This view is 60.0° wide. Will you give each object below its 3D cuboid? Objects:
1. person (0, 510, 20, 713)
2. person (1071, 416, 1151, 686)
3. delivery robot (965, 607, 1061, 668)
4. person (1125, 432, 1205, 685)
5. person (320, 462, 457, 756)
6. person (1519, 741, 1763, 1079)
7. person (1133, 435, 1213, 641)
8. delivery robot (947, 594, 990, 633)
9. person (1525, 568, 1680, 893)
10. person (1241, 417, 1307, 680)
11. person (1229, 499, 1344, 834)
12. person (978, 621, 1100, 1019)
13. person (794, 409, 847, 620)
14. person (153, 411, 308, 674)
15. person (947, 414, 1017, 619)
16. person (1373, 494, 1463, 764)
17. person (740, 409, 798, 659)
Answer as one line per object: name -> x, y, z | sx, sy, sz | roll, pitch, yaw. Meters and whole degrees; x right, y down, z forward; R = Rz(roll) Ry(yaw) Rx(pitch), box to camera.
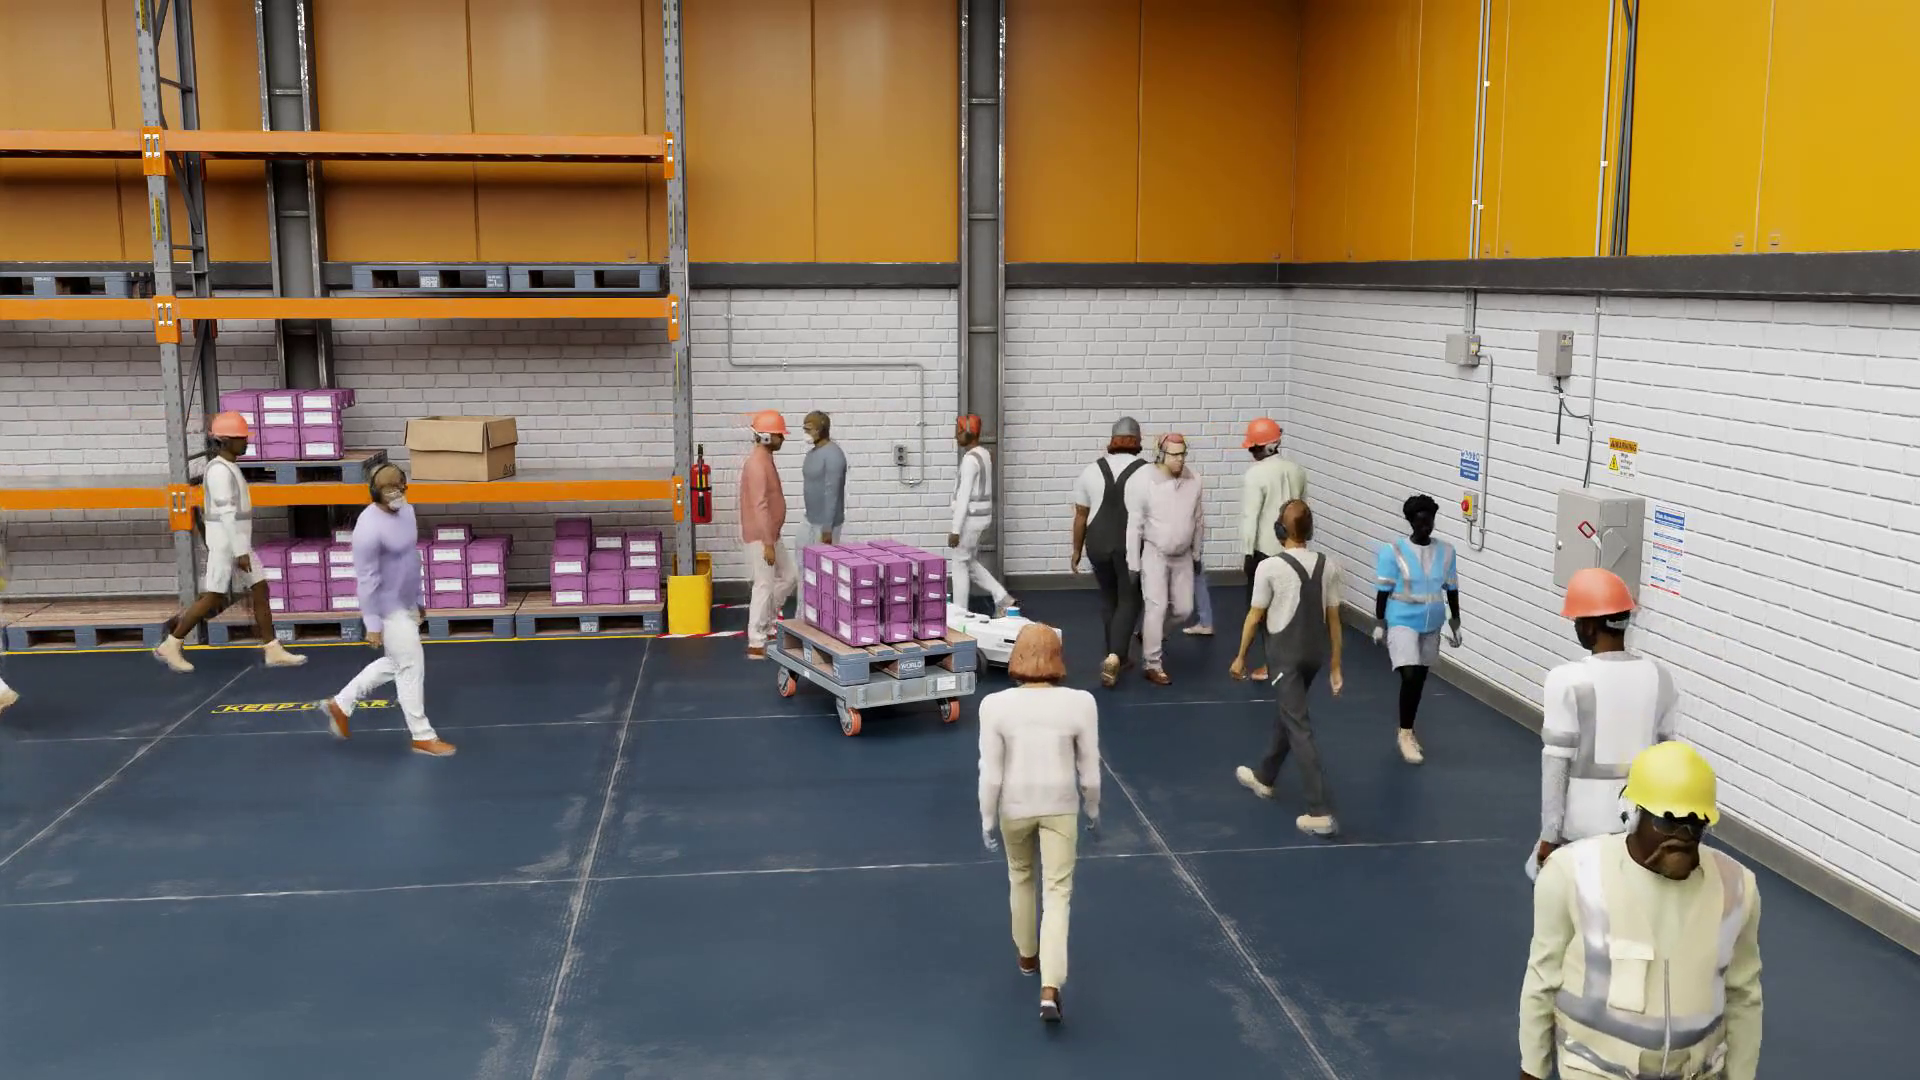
person -> -6.597, 0.353, 11.081 | 0.434, 1.824, 0.691 | 0, 9, 2
person -> 1.169, 0.040, 12.371 | 0.722, 2.000, 0.916 | 5, 10, 26
delivery robot -> 0.395, 0.741, 12.330 | 0.707, 0.478, 0.477 | 7, 11, 35
person -> 1.497, 0.117, 12.386 | 0.685, 1.881, 0.569 | -5, 10, -28
person -> -3.629, 0.443, 10.329 | 0.841, 1.894, 0.669 | 1, 9, 4
person -> 1.822, 1.418, 4.435 | 0.606, 1.818, 0.460 | 0, 9, 2
person -> 1.777, -0.020, 13.761 | 0.754, 1.712, 0.551 | -1, 9, -7
delivery robot -> -0.120, 0.658, 12.843 | 0.707, 0.478, 0.477 | 8, 12, 40
person -> 2.452, 1.054, 6.446 | 0.577, 1.907, 0.629 | -2, 9, -9
person -> 2.415, 0.068, 12.448 | 0.798, 1.973, 0.505 | -6, 11, -32
person -> 1.849, 0.674, 9.223 | 0.513, 1.790, 1.019 | -4, 10, -26
person -> 0.326, 1.137, 6.910 | 0.502, 1.601, 0.825 | 1, 9, 6
person -> -1.099, -0.140, 13.868 | 0.826, 1.908, 0.625 | -5, 10, -28
person -> -5.611, 0.022, 12.631 | 1.034, 2.009, 0.605 | -2, 9, -10
person -> 0.117, -0.138, 14.017 | 0.646, 1.867, 0.595 | 2, 9, 11
person -> 2.864, 0.550, 10.296 | 0.554, 1.668, 0.612 | -2, 9, -15
person -> -1.481, -0.035, 13.025 | 0.474, 1.976, 0.645 | 0, 9, -2
